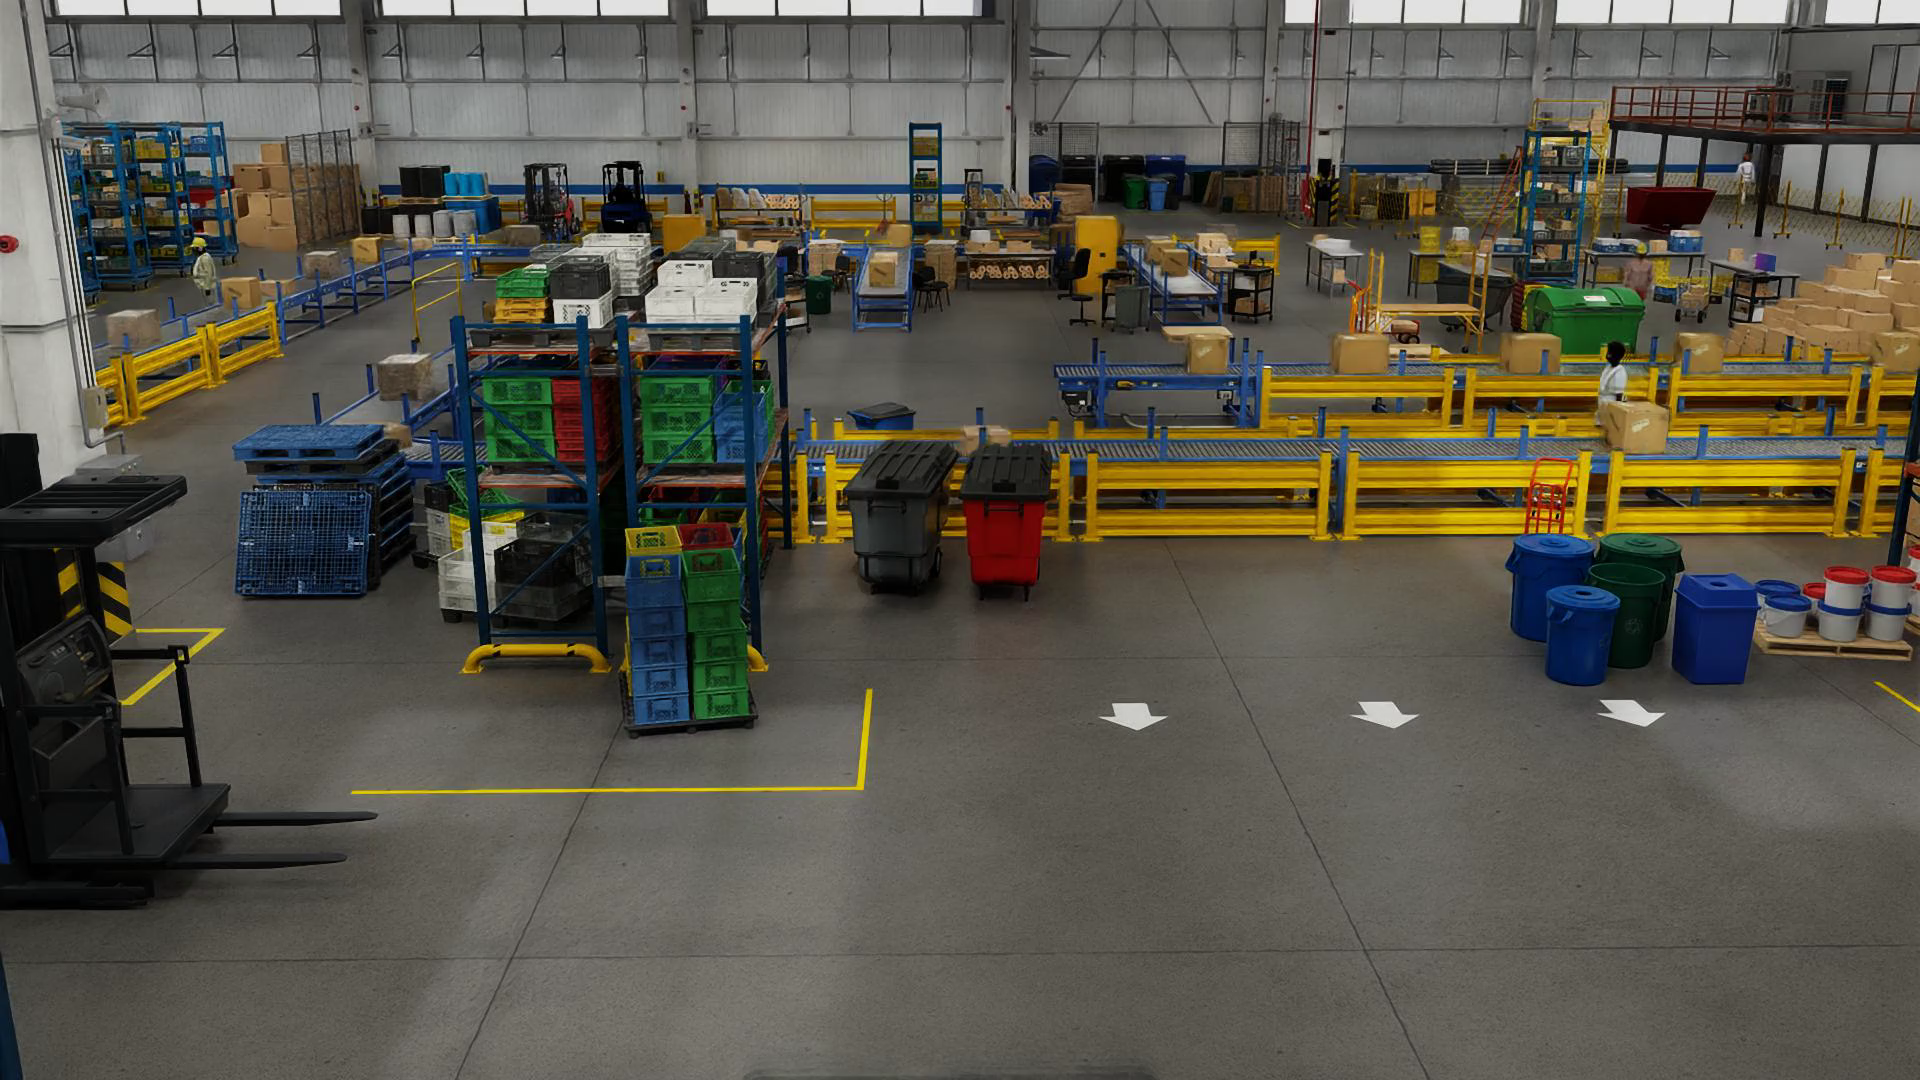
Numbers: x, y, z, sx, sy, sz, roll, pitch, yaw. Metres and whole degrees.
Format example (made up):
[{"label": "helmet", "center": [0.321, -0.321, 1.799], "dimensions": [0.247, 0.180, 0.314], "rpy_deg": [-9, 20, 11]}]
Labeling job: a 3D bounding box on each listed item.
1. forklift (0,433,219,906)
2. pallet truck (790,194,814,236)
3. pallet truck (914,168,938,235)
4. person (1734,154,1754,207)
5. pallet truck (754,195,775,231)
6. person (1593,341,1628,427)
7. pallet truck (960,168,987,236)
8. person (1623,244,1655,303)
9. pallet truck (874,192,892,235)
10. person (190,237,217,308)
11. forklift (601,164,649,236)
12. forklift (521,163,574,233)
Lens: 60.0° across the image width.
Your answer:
[{"label": "forklift", "center": [-5.952, 0.780, 10.366], "dimensions": [1.873, 2.768, 1.129], "rpy_deg": [0, 16, -1]}, {"label": "pallet truck", "center": [-4.814, -9.883, 50.259], "dimensions": [0.704, 1.261, 1.522], "rpy_deg": [-1, 16, -3]}, {"label": "pallet truck", "center": [-0.989, -10.316, 50.507], "dimensions": [0.823, 1.965, 1.885], "rpy_deg": [1, 16, 3]}, {"label": "person", "center": [28.188, -12.947, 59.913], "dimensions": [0.611, 1.843, 0.924], "rpy_deg": [0, 16, -1]}, {"label": "pallet truck", "center": [-6.051, -9.967, 50.660], "dimensions": [0.680, 1.201, 1.601], "rpy_deg": [0, 16, -1]}, {"label": "person", "center": [8.326, -1.687, 21.093], "dimensions": [0.695, 1.676, 0.539], "rpy_deg": [0, 16, 1]}, {"label": "pallet truck", "center": [0.383, -10.230, 50.206], "dimensions": [0.823, 1.965, 1.885], "rpy_deg": [-1, 16, -3]}, {"label": "person", "center": [12.950, -4.781, 31.762], "dimensions": [0.524, 1.721, 0.911], "rpy_deg": [2, 16, 6]}, {"label": "pallet truck", "center": [-2.277, -9.986, 50.594], "dimensions": [0.653, 1.274, 1.630], "rpy_deg": [0, 16, -1]}, {"label": "person", "center": [-14.484, -4.886, 31.926], "dimensions": [0.403, 1.832, 0.593], "rpy_deg": [-9, 18, -27]}, {"label": "forklift", "center": [-9.948, -10.127, 49.296], "dimensions": [1.157, 1.987, 2.680], "rpy_deg": [-1, 16, -3]}, {"label": "forklift", "center": [-12.233, -10.122, 49.298], "dimensions": [1.157, 1.987, 2.680], "rpy_deg": [0, 16, -1]}]
